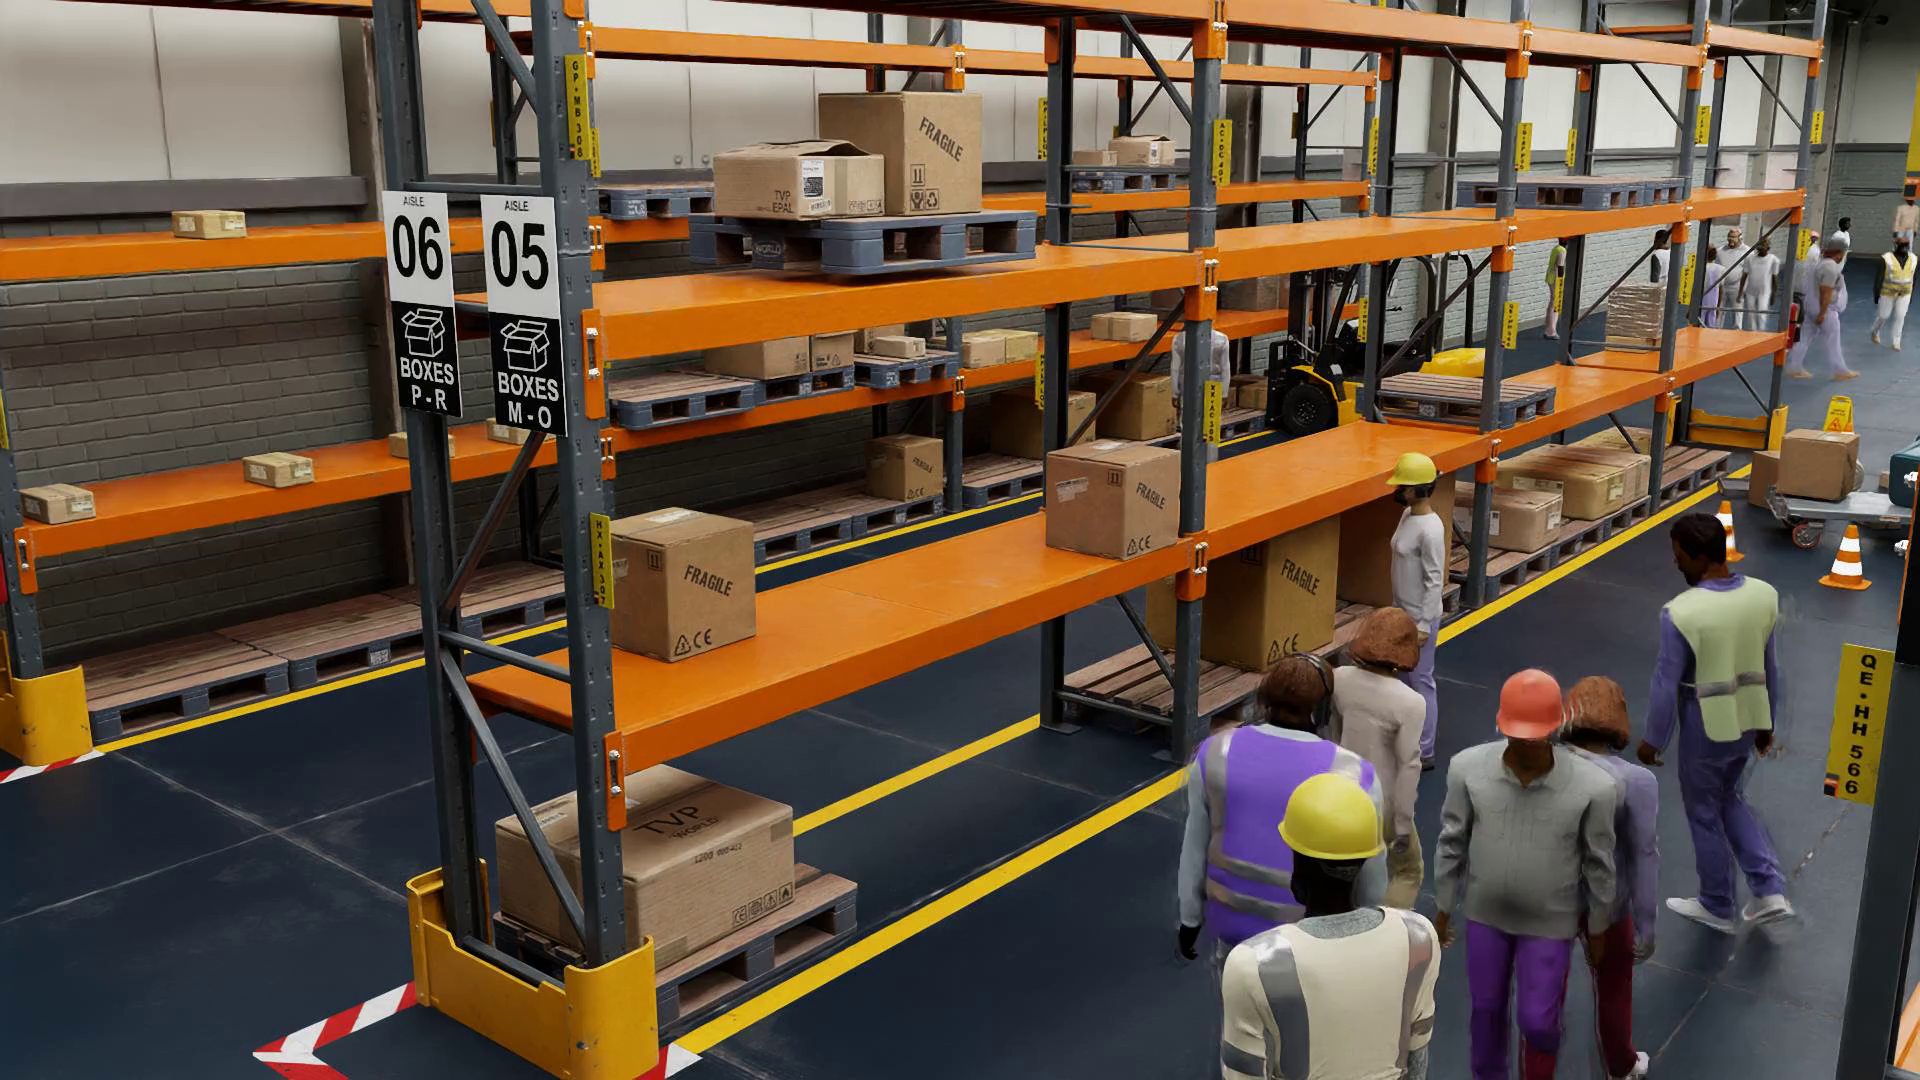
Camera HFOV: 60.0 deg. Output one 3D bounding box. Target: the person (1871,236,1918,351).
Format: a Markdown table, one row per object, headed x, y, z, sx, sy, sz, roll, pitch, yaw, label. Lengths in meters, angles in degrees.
| x | y | z | sx | sy | sz | roll | pitch | yaw | label |
| --- | --- | --- | --- | --- | --- | --- | --- | --- | --- |
| 14.999 | -3.976 | 26.733 | 0.624 | 1.821 | 0.713 | 2 | 14 | 8 | person |

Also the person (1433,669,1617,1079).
| x | y | z | sx | sy | sz | roll | pitch | yaw | label |
| --- | --- | --- | --- | --- | --- | --- | --- | --- | --- |
| 1.900 | 1.241 | 5.642 | 0.585 | 1.732 | 0.473 | 8 | 16 | 31 | person |

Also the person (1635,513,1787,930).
| x | y | z | sx | sy | sz | roll | pitch | yaw | label |
| --- | --- | --- | --- | --- | --- | --- | --- | --- | --- |
| 3.223 | 0.809 | 7.123 | 0.645 | 1.874 | 0.487 | -6 | 15 | -25 | person |

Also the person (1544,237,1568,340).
| x | y | z | sx | sy | sz | roll | pitch | yaw | label |
| --- | --- | --- | --- | --- | --- | --- | --- | --- | --- |
| 10.012 | -4.279 | 27.898 | 0.372 | 1.840 | 0.570 | 2 | 14 | 9 | person |

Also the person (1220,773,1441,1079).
| x | y | z | sx | sy | sz | roll | pitch | yaw | label |
| --- | --- | --- | --- | --- | --- | --- | --- | --- | --- |
| 0.889 | 1.506 | 4.172 | 0.588 | 1.927 | 0.370 | -6 | 15 | -21 | person |

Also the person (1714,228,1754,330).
| x | y | z | sx | sy | sz | roll | pitch | yaw | label |
| --- | --- | --- | --- | --- | --- | --- | --- | --- | --- |
| 12.660 | -4.168 | 27.348 | 0.396 | 1.898 | 0.638 | -13 | 19 | -43 | person |

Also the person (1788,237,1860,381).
| x | y | z | sx | sy | sz | roll | pitch | yaw | label |
| --- | --- | --- | --- | --- | --- | --- | --- | --- | --- |
| 12.230 | -3.261 | 23.345 | 0.958 | 2.000 | 0.704 | 2 | 14 | 9 | person |

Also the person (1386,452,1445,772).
| x | y | z | sx | sy | sz | roll | pitch | yaw | label |
| --- | --- | --- | --- | --- | --- | --- | --- | --- | --- |
| 2.442 | 0.393 | 9.041 | 0.329 | 1.765 | 0.533 | 0 | 14 | -2 | person |

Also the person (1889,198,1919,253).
| x | y | z | sx | sy | sz | roll | pitch | yaw | label |
| --- | --- | --- | --- | --- | --- | --- | --- | --- | --- |
| 24.247 | -7.957 | 42.703 | 0.669 | 1.941 | 1.022 | 1 | 14 | 4 | person |

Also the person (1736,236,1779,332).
| x | y | z | sx | sy | sz | roll | pitch | yaw | label |
| --- | --- | --- | --- | --- | --- | --- | --- | --- | --- |
| 12.568 | -3.870 | 26.272 | 0.520 | 1.819 | 0.724 | 12 | 18 | 40 | person |

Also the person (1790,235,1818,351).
| x | y | z | sx | sy | sz | roll | pitch | yaw | label |
| --- | --- | --- | --- | --- | --- | --- | --- | --- | --- |
| 13.374 | -3.943 | 26.504 | 0.327 | 1.863 | 0.507 | -6 | 15 | -23 | person |

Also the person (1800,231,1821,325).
| x | y | z | sx | sy | sz | roll | pitch | yaw | label |
| --- | --- | --- | --- | --- | --- | --- | --- | --- | --- |
| 15.172 | -4.648 | 29.700 | 0.350 | 1.705 | 0.703 | 6 | 15 | 24 | person |

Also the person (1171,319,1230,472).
| x | y | z | sx | sy | sz | roll | pitch | yaw | label |
| --- | --- | --- | --- | --- | --- | --- | --- | --- | --- |
| 2.387 | -1.481 | 16.538 | 0.587 | 1.828 | 0.404 | 2 | 14 | 9 | person |

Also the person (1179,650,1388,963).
| x | y | z | sx | sy | sz | roll | pitch | yaw | label |
| --- | --- | --- | --- | --- | --- | --- | --- | --- | --- |
| 1.088 | 1.236 | 5.503 | 0.637 | 1.810 | 0.792 | 9 | 17 | 33 | person |

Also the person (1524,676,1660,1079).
| x | y | z | sx | sy | sz | roll | pitch | yaw | label |
| --- | --- | --- | --- | --- | --- | --- | --- | --- | --- |
| 2.241 | 1.258 | 5.864 | 0.557 | 1.589 | 0.771 | 13 | 19 | 42 | person |

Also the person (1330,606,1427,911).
| x | y | z | sx | sy | sz | roll | pitch | yaw | label |
| --- | --- | --- | --- | --- | --- | --- | --- | --- | --- |
| 1.662 | 1.049 | 6.663 | 0.527 | 1.612 | 0.513 | -11 | 17 | -37 | person |

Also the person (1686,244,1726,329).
| x | y | z | sx | sy | sz | roll | pitch | yaw | label |
| --- | --- | --- | --- | --- | --- | --- | --- | --- | --- |
| 10.839 | -3.378 | 24.227 | 0.506 | 1.846 | 0.346 | -2 | 14 | -9 | person |

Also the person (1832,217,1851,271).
| x | y | z | sx | sy | sz | roll | pitch | yaw | label |
| --- | --- | --- | --- | --- | --- | --- | --- | --- | --- |
| 18.451 | -5.926 | 34.927 | 0.532 | 1.691 | 0.322 | -10 | 17 | -36 | person |

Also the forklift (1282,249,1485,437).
| x | y | z | sx | sy | sz | roll | pitch | yaw | label |
| --- | --- | --- | --- | --- | --- | --- | --- | --- | --- |
| 4.886 | -2.214 | 18.767 | 2.313 | 2.155 | 1.214 | 11 | 18 | 38 | forklift |
